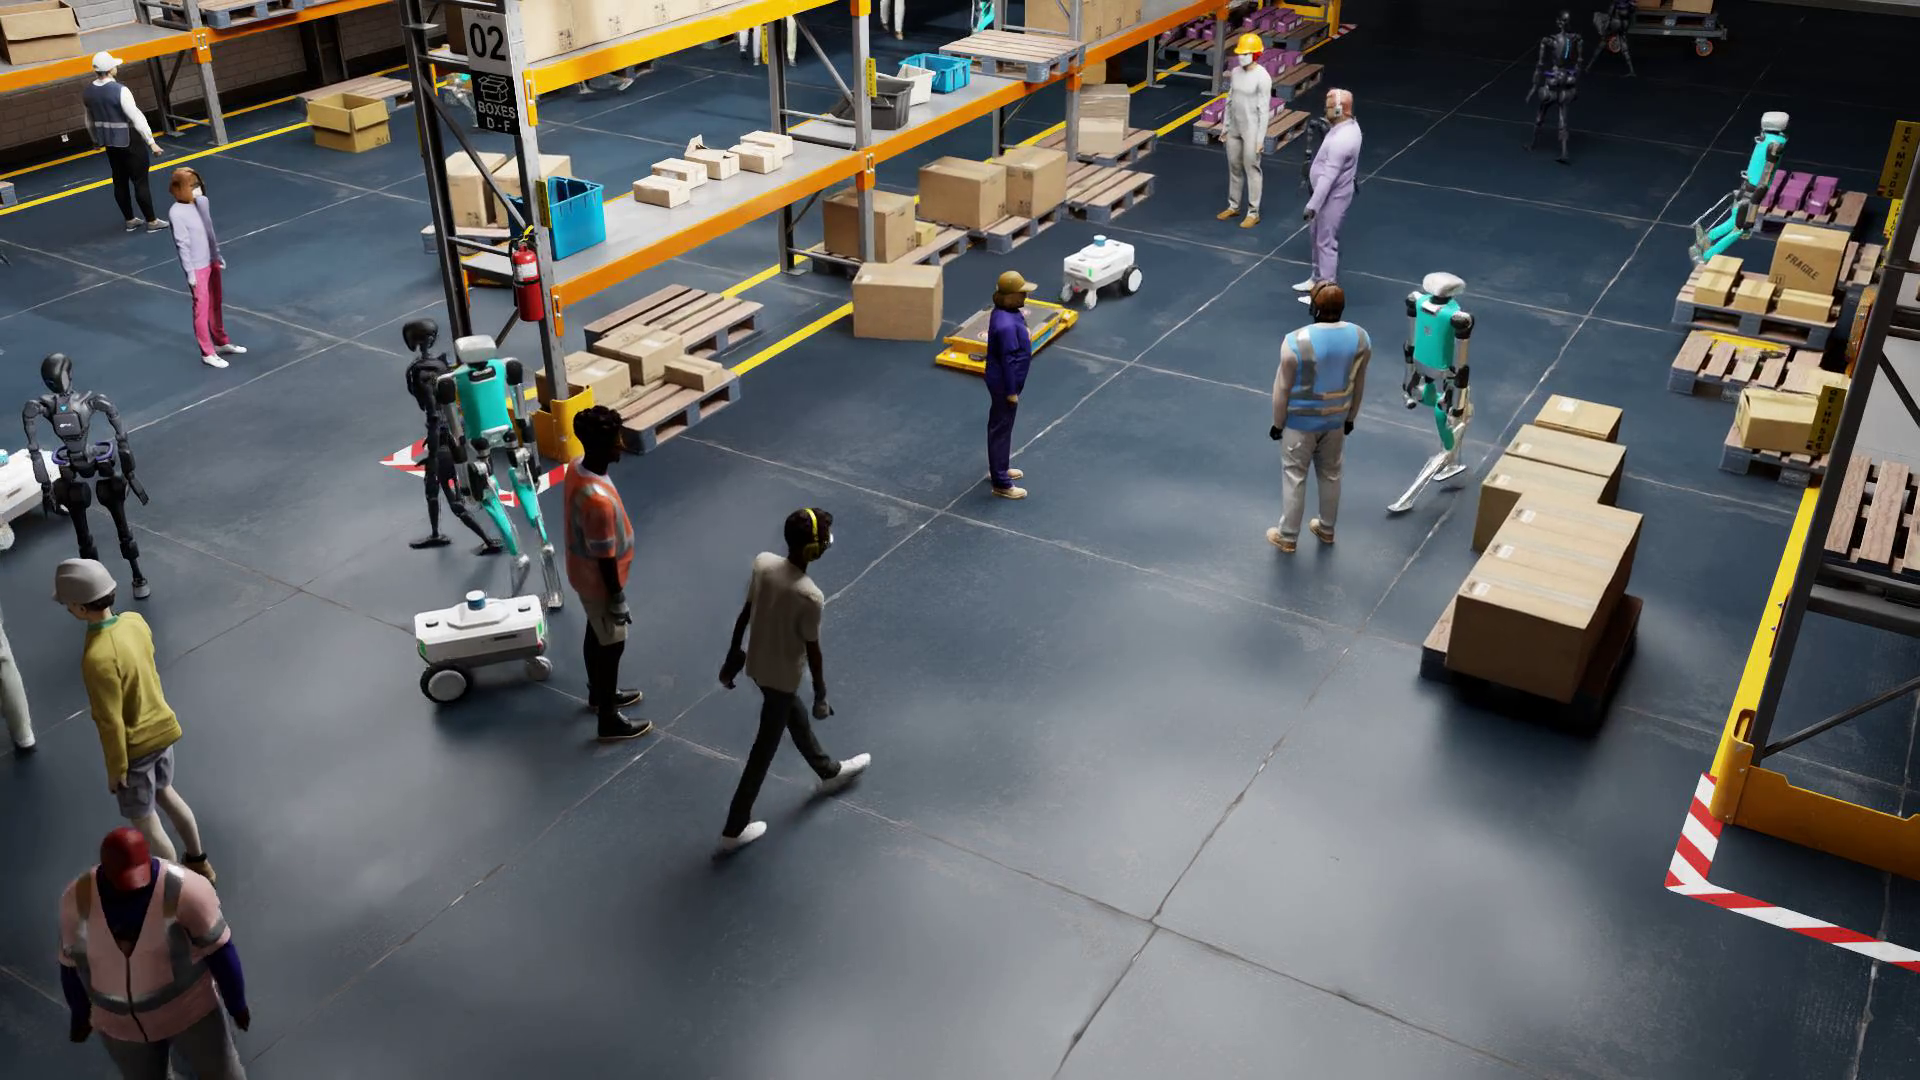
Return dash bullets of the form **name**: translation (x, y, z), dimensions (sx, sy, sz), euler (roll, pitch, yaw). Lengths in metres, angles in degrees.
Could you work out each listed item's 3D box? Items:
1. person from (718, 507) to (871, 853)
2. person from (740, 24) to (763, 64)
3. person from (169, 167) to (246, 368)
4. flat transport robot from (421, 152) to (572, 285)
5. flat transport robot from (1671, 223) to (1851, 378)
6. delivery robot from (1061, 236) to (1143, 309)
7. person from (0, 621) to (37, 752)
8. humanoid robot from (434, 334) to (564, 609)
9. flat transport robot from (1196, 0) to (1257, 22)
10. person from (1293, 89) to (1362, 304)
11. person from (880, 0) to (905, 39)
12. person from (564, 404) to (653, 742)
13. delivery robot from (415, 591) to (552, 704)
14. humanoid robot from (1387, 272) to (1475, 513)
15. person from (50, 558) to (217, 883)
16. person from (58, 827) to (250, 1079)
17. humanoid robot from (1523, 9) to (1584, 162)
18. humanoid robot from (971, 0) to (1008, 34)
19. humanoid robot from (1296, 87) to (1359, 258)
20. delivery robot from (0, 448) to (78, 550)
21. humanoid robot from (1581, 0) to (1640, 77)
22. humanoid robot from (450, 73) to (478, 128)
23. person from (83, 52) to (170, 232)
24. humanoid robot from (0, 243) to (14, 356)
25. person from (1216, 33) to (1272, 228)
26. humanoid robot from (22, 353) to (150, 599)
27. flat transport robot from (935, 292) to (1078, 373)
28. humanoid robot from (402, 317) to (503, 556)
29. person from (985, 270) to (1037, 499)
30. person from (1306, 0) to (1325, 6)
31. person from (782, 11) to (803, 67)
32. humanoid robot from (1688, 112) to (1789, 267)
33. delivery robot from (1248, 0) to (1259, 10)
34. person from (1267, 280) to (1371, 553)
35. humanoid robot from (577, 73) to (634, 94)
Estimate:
- **person**: translation (-0.877, 0.657, 8.235), dimensions (1.009, 1.783, 0.548), euler (-21, 35, -32)
- **person**: translation (-2.807, -7.378, 22.306), dimensions (0.499, 1.937, 0.442), euler (5, 30, 8)
- **person**: translation (-6.132, -2.222, 13.483), dimensions (0.268, 1.632, 0.503), euler (4, 30, 7)
- **flat transport robot**: translation (-4.299, -2.755, 15.815), dimensions (0.659, 0.231, 1.431), euler (4, 30, 7)
- **flat transport robot**: translation (6.675, -1.738, 14.016), dimensions (0.659, 0.231, 1.431), euler (16, 33, 27)
- **delivery robot**: translation (1.252, -2.444, 14.966), dimensions (0.499, 0.587, 0.788), euler (23, 37, 35)
- **person**: translation (-5.445, 0.219, 8.931), dimensions (1.027, 1.862, 0.596), euler (26, 39, 38)
- **humanoid robot**: translation (-2.694, -0.297, 10.007), dimensions (0.532, 1.805, 0.759), euler (-20, 35, -31)
- **flat transport robot**: translation (3.884, -7.960, 25.023), dimensions (0.659, 0.231, 1.431), euler (17, 34, 27)
- **person**: translation (3.231, -2.995, 14.590), dimensions (0.452, 1.900, 0.668), euler (8, 30, 13)
- **person**: translation (-0.969, -8.227, 23.862), dimensions (0.648, 1.880, 1.020), euler (-4, 30, -7)
- **person**: translation (-1.908, 0.176, 8.924), dimensions (0.394, 1.955, 0.603), euler (-10, 31, -17)
- **delivery robot**: translation (-2.791, 0.584, 9.633), dimensions (0.797, 0.608, 0.499), euler (-9, 31, -16)
- **humanoid robot**: translation (3.369, -1.024, 11.312), dimensions (1.013, 1.750, 0.541), euler (-18, 34, -28)
- **person**: translation (-3.797, 0.918, 7.686), dimensions (0.412, 1.880, 0.491), euler (-1, 29, -1)
- **person**: translation (-3.040, 1.778, 6.317), dimensions (0.661, 1.730, 0.418), euler (-5, 30, -9)
- **humanoid robot**: translation (6.641, -5.044, 18.476), dimensions (0.600, 1.636, 0.757), euler (-6, 30, -10)
- **humanoid robot**: translation (0.274, -6.974, 21.833), dimensions (0.561, 1.765, 1.029), euler (16, 33, 25)
- **humanoid robot**: translation (3.495, -3.373, 15.520), dimensions (0.609, 1.634, 0.747), euler (-7, 30, -12)
- **delivery robot**: translation (-6.401, -0.325, 11.214), dimensions (0.499, 0.583, 0.774), euler (8, 30, 13)
- **humanoid robot**: translation (8.621, -6.884, 21.748), dimensions (0.807, 1.615, 0.589), euler (22, 36, 34)
- **humanoid robot**: translation (-5.658, -5.538, 19.304), dimensions (0.544, 1.828, 0.761), euler (24, 37, 36)
- **person**: translation (-8.206, -3.886, 16.301), dimensions (0.751, 1.758, 0.430), euler (7, 30, 12)
- **humanoid robot**: translation (-8.146, -2.323, 13.668), dimensions (0.787, 1.631, 0.603), euler (22, 36, 33)
- **person**: translation (2.812, -4.062, 16.485), dimensions (0.379, 1.888, 0.564), euler (-20, 35, -31)
- **humanoid robot**: translation (-5.311, -0.370, 10.155), dimensions (0.599, 1.653, 0.315), euler (-8, 30, -14)
- **flat transport robot**: translation (0.411, -1.751, 14.039), dimensions (0.659, 0.231, 1.431), euler (14, 32, 23)
- **humanoid robot**: translation (-3.357, -0.634, 10.665), dimensions (0.642, 1.646, 0.591), euler (-7, 30, -13)
- **person**: translation (0.344, -1.087, 11.484), dimensions (0.347, 1.623, 0.457), euler (0, 29, 1)
- **person**: translation (5.543, -9.220, 25.695), dimensions (0.448, 1.803, 0.654), euler (-3, 30, -6)
- **person**: translation (-2.356, -7.275, 22.322), dimensions (0.564, 1.734, 0.503), euler (-5, 30, -9)
- **humanoid robot**: translation (6.670, -2.836, 14.483), dimensions (0.672, 1.810, 0.552), euler (8, 30, 14)
- **delivery robot**: translation (4.400, -8.367, 25.444), dimensions (0.777, 0.587, 0.499), euler (12, 32, 21)
- **person**: translation (2.290, -0.792, 10.760), dimensions (0.623, 1.832, 0.431), euler (-10, 31, -17)
- **humanoid robot**: translation (-4.553, -6.315, 20.638), dimensions (0.563, 1.735, 1.051), euler (24, 37, 35)
